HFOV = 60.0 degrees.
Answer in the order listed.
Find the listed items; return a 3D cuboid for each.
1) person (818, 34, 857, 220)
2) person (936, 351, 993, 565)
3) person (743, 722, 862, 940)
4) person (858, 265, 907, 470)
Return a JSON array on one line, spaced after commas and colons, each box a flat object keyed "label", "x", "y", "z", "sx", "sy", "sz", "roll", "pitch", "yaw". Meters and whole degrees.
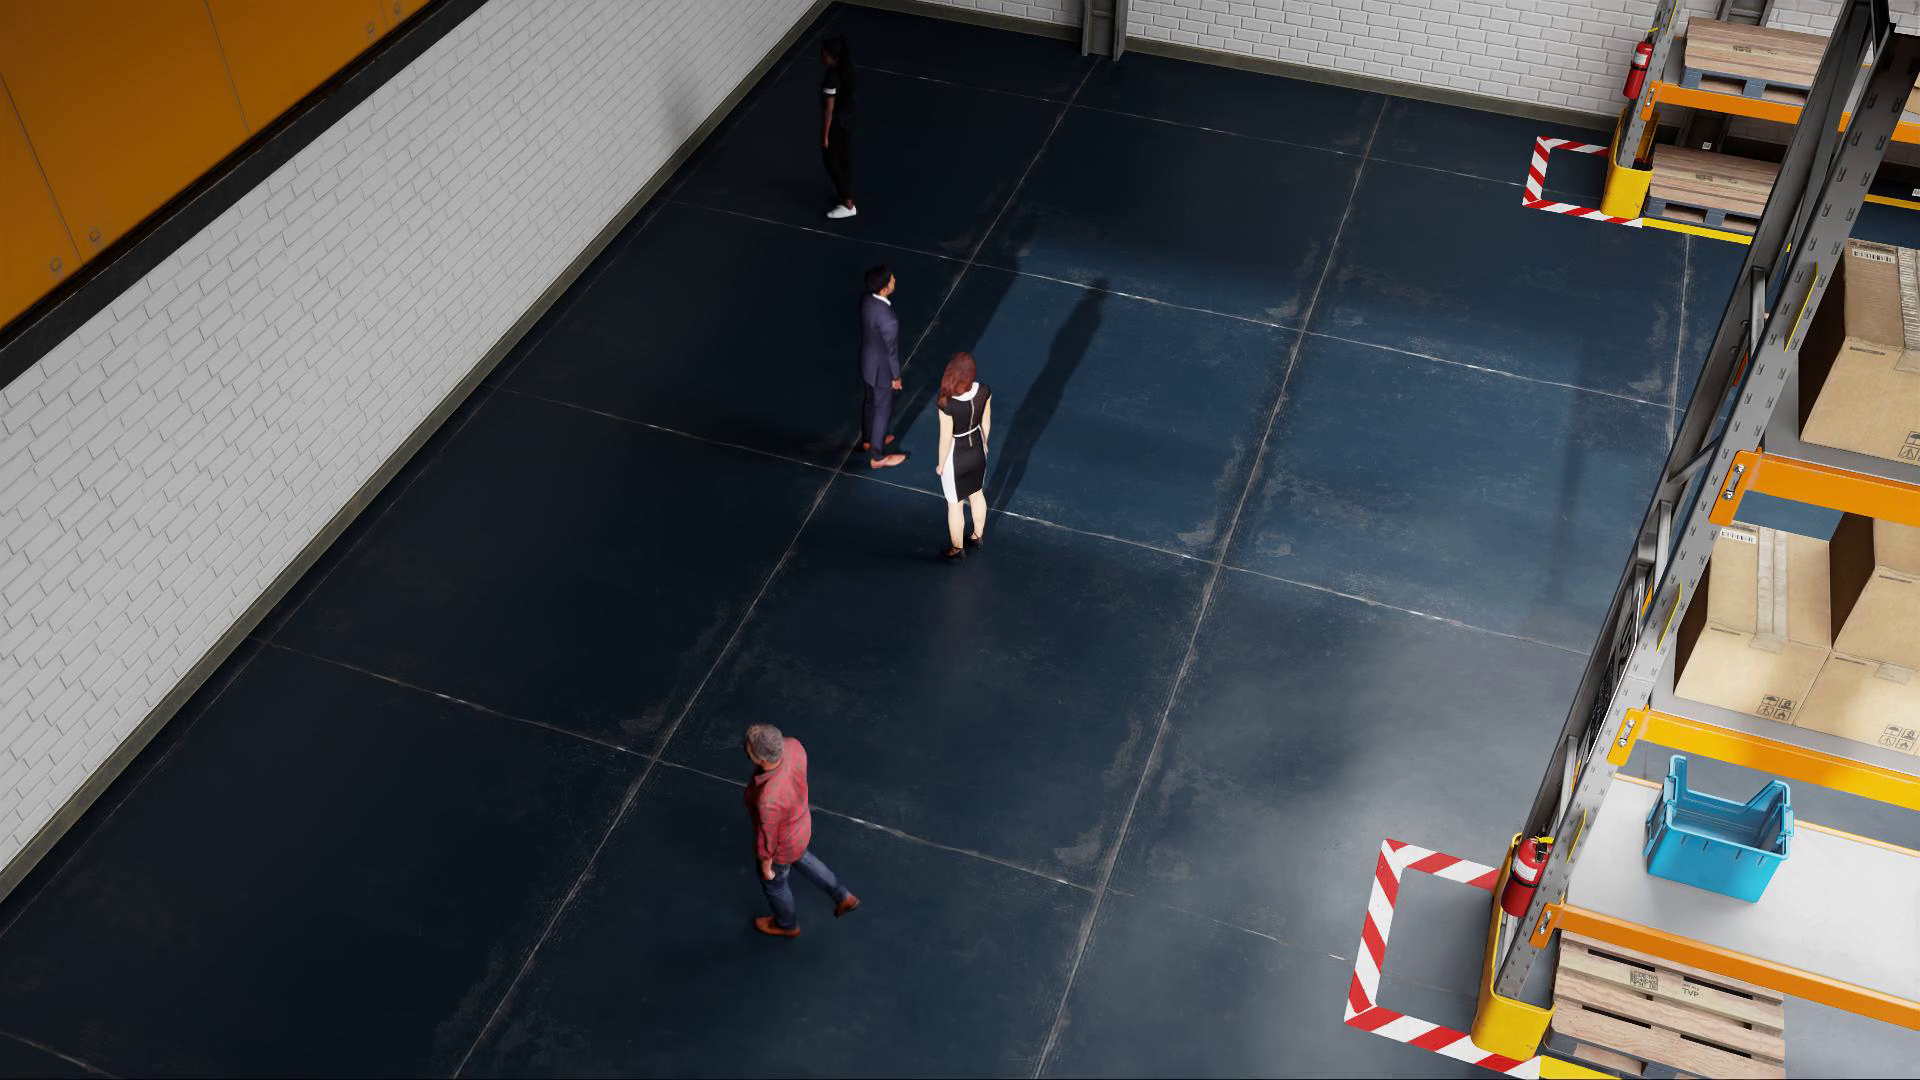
[{"label": "person", "x": -1.086, "y": -3.739, "z": 14.878, "sx": 0.575, "sy": 1.736, "sz": 0.668, "roll": 27, "pitch": 50, "yaw": 26}, {"label": "person", "x": 0.027, "y": -0.560, "z": 11.498, "sx": 0.646, "sy": 1.796, "sz": 0.659, "roll": -27, "pitch": 50, "yaw": -26}, {"label": "person", "x": -0.894, "y": 1.638, "z": 9.179, "sx": 0.852, "sy": 1.812, "sz": 0.698, "roll": 13, "pitch": 45, "yaw": 13}, {"label": "person", "x": -0.611, "y": -1.283, "z": 12.312, "sx": 0.751, "sy": 1.721, "sz": 0.691, "roll": -18, "pitch": 46, "yaw": -18}]
